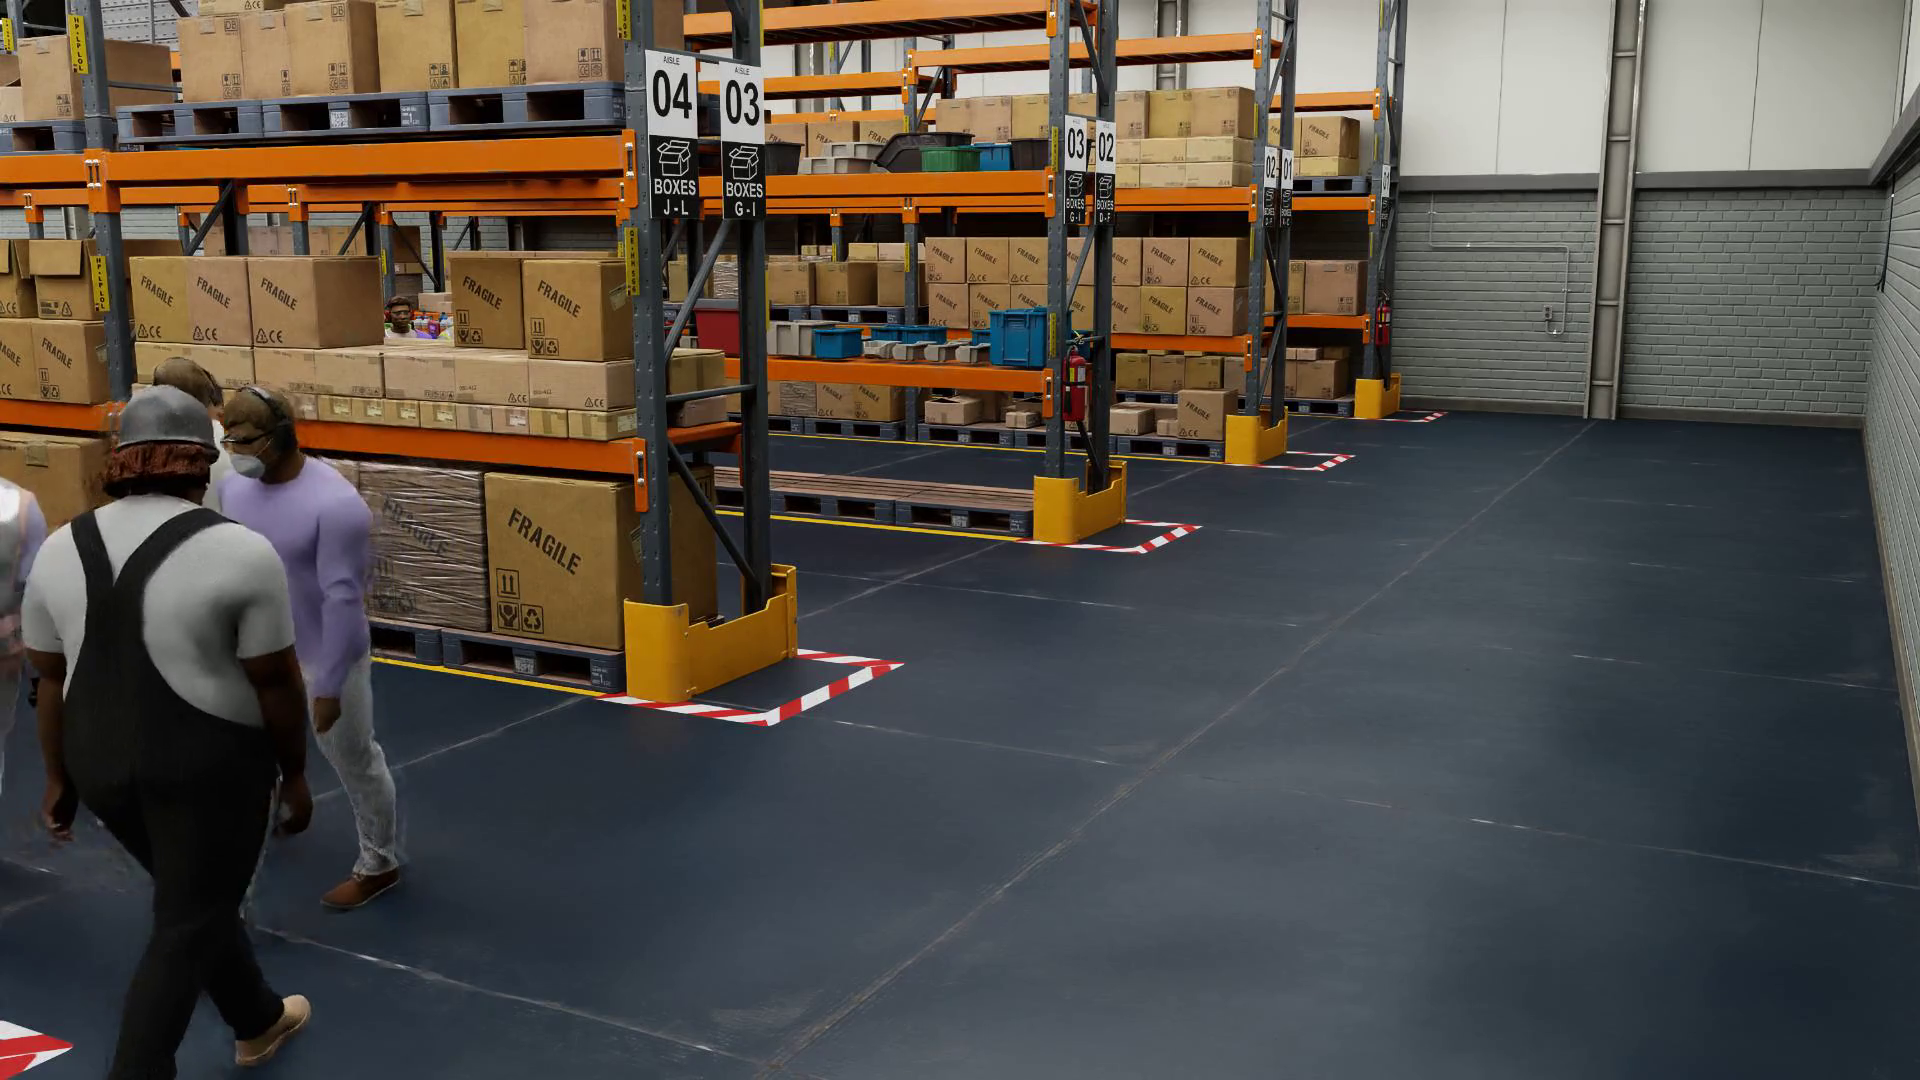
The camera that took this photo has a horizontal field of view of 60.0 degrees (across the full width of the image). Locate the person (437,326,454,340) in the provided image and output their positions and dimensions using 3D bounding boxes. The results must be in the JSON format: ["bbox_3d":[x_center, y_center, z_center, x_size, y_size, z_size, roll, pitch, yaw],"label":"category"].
[{"bbox_3d":[-4.111,-1.140,14.110,0.429,1.841,0.641,7,13,34],"label":"person"}]

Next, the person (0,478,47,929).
[{"bbox_3d":[-3.501,0.419,5.782,0.653,1.781,0.992,-8,13,-38],"label":"person"}]

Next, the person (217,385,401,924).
[{"bbox_3d":[-2.236,0.427,5.473,0.674,1.873,0.998,4,11,22],"label":"person"}]

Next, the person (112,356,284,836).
[{"bbox_3d":[-2.835,0.256,6.360,0.668,1.900,0.620,-4,11,-21],"label":"person"}]

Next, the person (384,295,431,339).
[{"bbox_3d":[-4.726,-1.143,14.104,0.563,1.847,0.389,-8,13,-38],"label":"person"}]

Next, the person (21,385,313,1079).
[{"bbox_3d":[-2.063,0.553,4.327,0.709,2.000,0.989,3,11,14],"label":"person"}]
